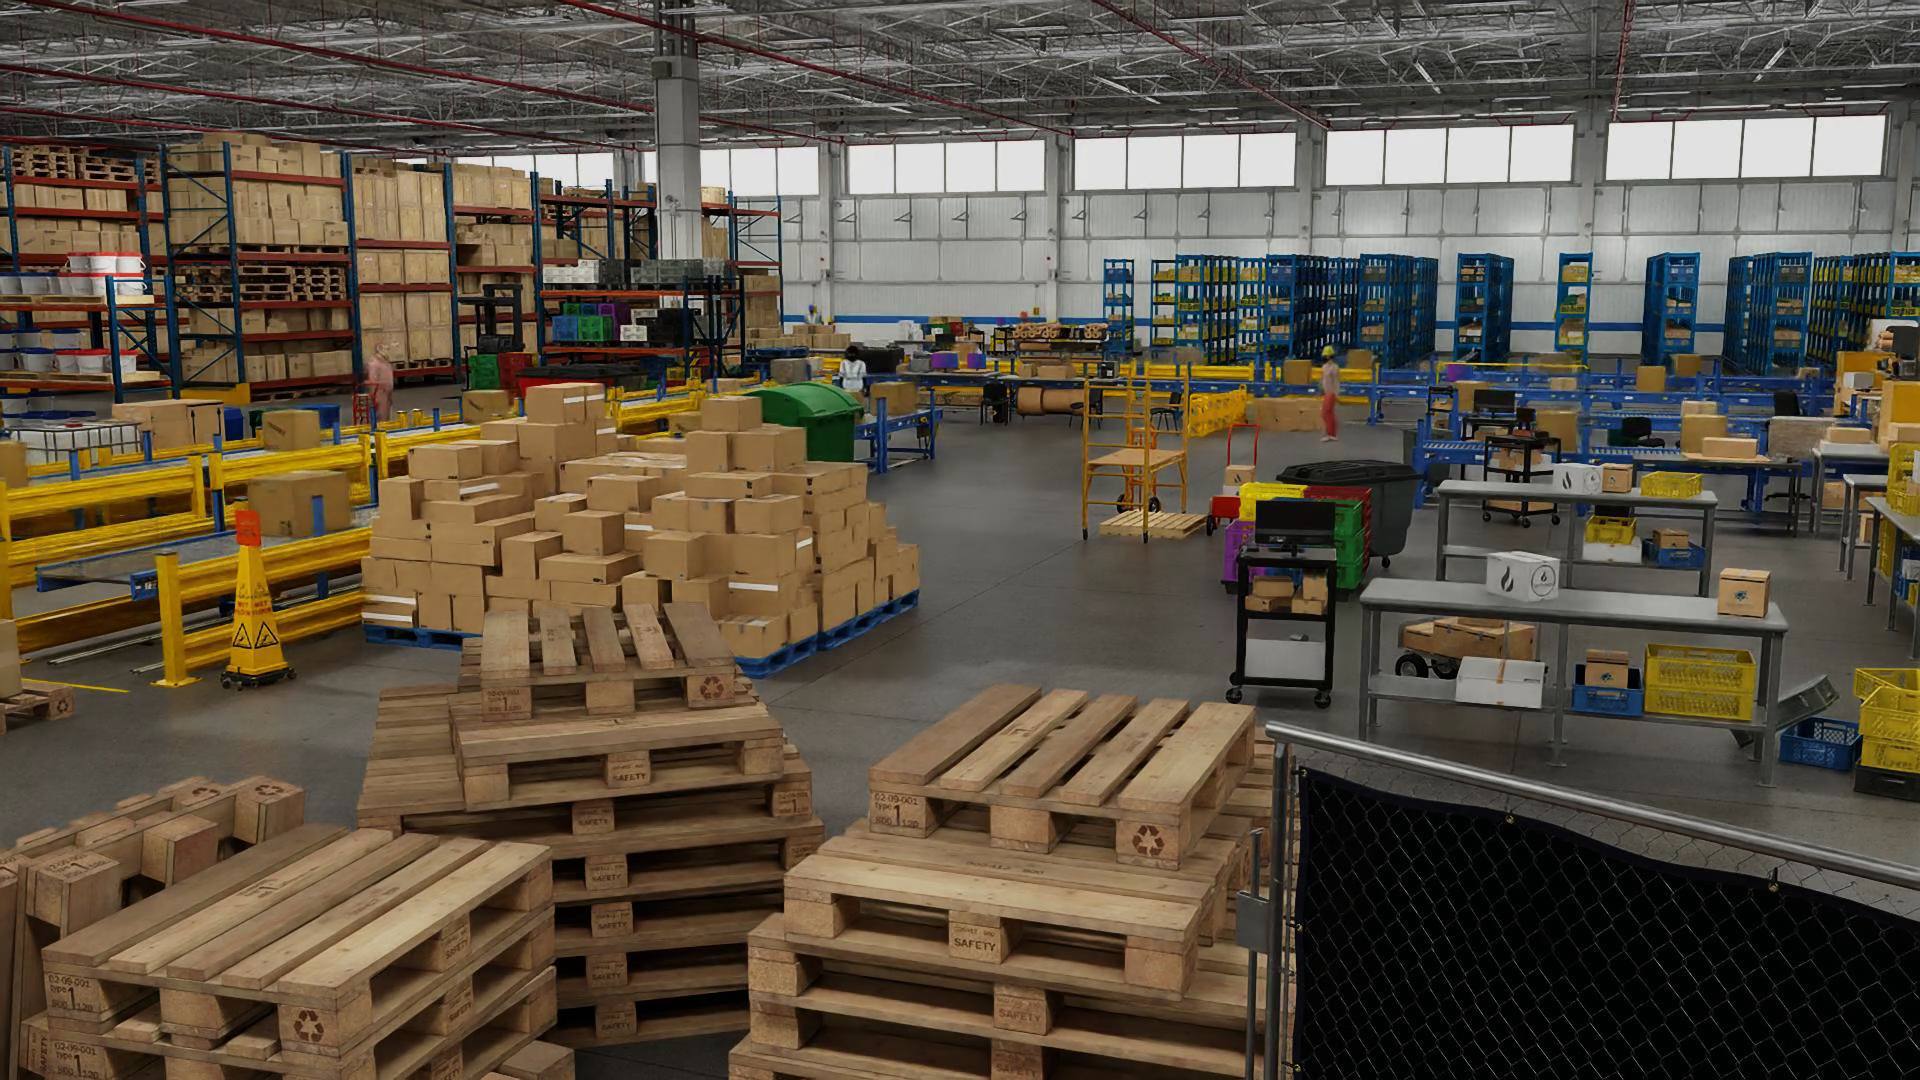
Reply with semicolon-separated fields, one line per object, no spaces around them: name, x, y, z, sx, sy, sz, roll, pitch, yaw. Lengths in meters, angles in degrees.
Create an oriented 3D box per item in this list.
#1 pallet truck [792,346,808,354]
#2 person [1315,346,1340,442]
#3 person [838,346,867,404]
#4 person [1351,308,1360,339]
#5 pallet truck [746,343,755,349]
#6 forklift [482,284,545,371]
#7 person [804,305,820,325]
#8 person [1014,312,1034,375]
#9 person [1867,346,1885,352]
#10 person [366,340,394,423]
pallet truck;-3.705;-4.298;42.022;0.653;1.274;1.630;3;10;20
person;6.680;-2.651;30.294;0.565;1.750;0.544;-2;9;-10
person;-2.103;-2.949;32.439;0.548;1.647;0.865;1;9;7
person;14.533;-7.609;61.100;0.389;1.847;0.567;8;12;41
pallet truck;-6.183;-4.618;44.264;1.601;1.201;0.680;-9;12;-43
forklift;-10.832;-4.702;39.610;1.129;2.768;1.873;3;10;20
person;-5.677;-8.086;63.892;0.614;1.915;0.903;-1;9;-9
person;1.891;-5.841;49.684;0.628;1.942;0.921;3;10;19
person;21.150;-4.036;38.474;0.406;1.910;0.636;4;10;26
person;-10.109;-2.535;29.111;0.413;1.916;0.657;1;9;4
